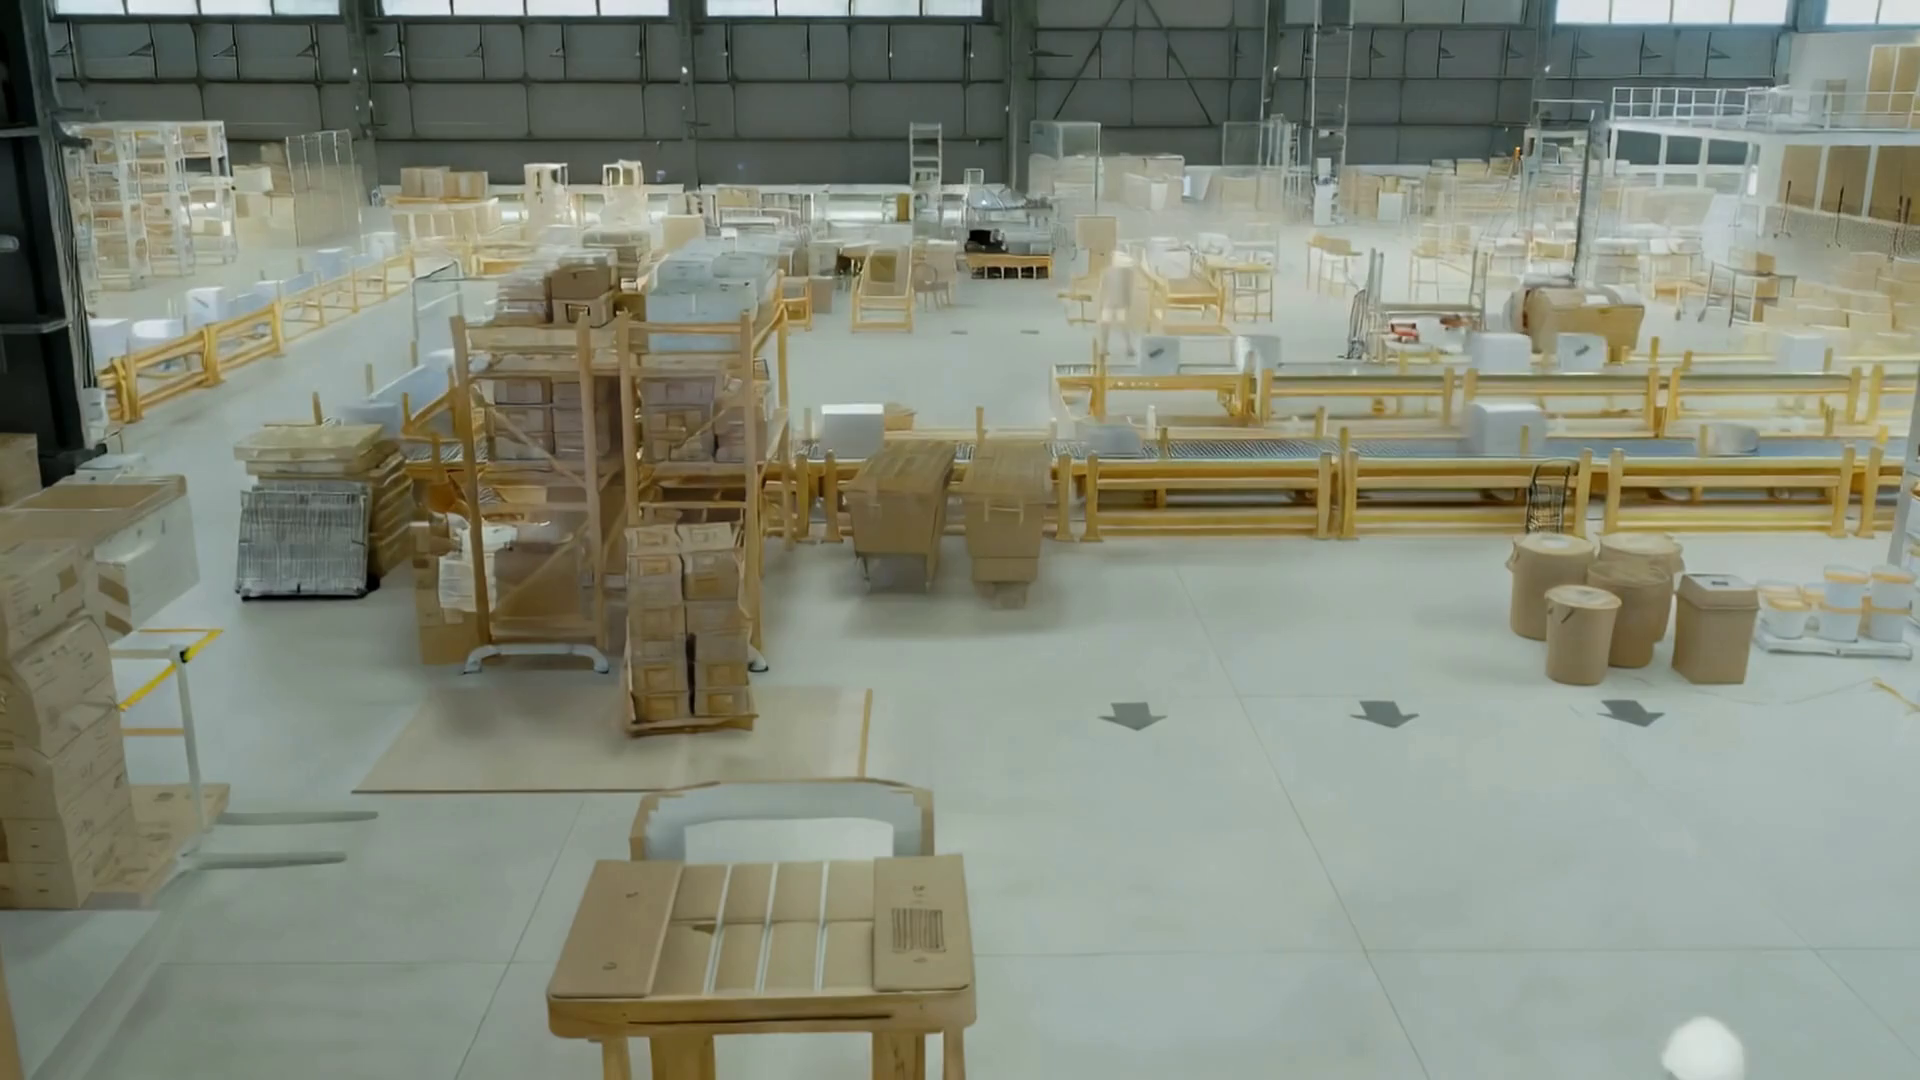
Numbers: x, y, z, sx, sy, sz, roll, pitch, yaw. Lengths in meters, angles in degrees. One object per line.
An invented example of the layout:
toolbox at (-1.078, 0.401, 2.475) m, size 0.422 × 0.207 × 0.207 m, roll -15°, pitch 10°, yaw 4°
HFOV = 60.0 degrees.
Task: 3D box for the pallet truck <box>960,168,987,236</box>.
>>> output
pallet truck at (0.383, -10.230, 50.206) m, size 0.823 × 1.965 × 1.885 m, roll -1°, pitch 16°, yaw -3°

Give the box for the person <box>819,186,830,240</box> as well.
person at (-3.715, -8.863, 45.882) m, size 0.326 × 1.760 × 0.524 m, roll -6°, pitch 17°, yaw -20°

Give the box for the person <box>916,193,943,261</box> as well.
person at (-0.769, -8.054, 42.651) m, size 0.978 × 1.994 × 0.632 m, roll 3°, pitch 16°, yaw 9°

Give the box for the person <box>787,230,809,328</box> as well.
person at (-3.179, -5.112, 32.612) m, size 0.396 × 1.899 × 0.644 m, roll -1°, pitch 16°, yaw -3°

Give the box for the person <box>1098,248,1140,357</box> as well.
person at (2.763, -4.165, 29.312) m, size 0.638 × 1.909 × 0.601 m, roll -9°, pitch 18°, yaw -28°

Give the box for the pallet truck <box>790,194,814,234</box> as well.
pallet truck at (-4.814, -9.883, 50.259) m, size 0.704 × 1.261 × 1.522 m, roll -1°, pitch 16°, yaw -3°

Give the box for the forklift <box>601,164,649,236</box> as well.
forklift at (-9.948, -10.127, 49.296) m, size 1.157 × 1.987 × 2.680 m, roll -1°, pitch 16°, yaw -3°

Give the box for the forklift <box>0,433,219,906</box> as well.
forklift at (-5.952, 0.780, 10.366) m, size 1.873 × 2.768 × 1.129 m, roll 0°, pitch 16°, yaw -1°

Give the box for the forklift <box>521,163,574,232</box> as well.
forklift at (-12.233, -10.122, 49.298) m, size 1.157 × 1.987 × 2.680 m, roll 0°, pitch 16°, yaw -1°

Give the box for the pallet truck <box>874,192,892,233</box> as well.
pallet truck at (-2.277, -9.986, 50.594) m, size 0.653 × 1.274 × 1.630 m, roll 0°, pitch 16°, yaw -1°

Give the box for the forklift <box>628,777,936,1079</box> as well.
forklift at (-0.542, 2.165, 5.552) m, size 1.129 × 2.768 × 1.873 m, roll -1°, pitch 16°, yaw -2°

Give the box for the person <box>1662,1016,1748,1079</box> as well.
person at (2.455, 2.593, 5.596) m, size 0.618 × 2.029 × 0.611 m, roll -2°, pitch 16°, yaw -6°

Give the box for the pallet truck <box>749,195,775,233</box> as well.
pallet truck at (-6.051, -9.967, 50.660) m, size 0.680 × 1.201 × 1.601 m, roll 0°, pitch 16°, yaw -1°

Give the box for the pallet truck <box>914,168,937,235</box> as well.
pallet truck at (-0.989, -10.316, 50.507) m, size 0.823 × 1.965 × 1.885 m, roll 1°, pitch 16°, yaw 3°
